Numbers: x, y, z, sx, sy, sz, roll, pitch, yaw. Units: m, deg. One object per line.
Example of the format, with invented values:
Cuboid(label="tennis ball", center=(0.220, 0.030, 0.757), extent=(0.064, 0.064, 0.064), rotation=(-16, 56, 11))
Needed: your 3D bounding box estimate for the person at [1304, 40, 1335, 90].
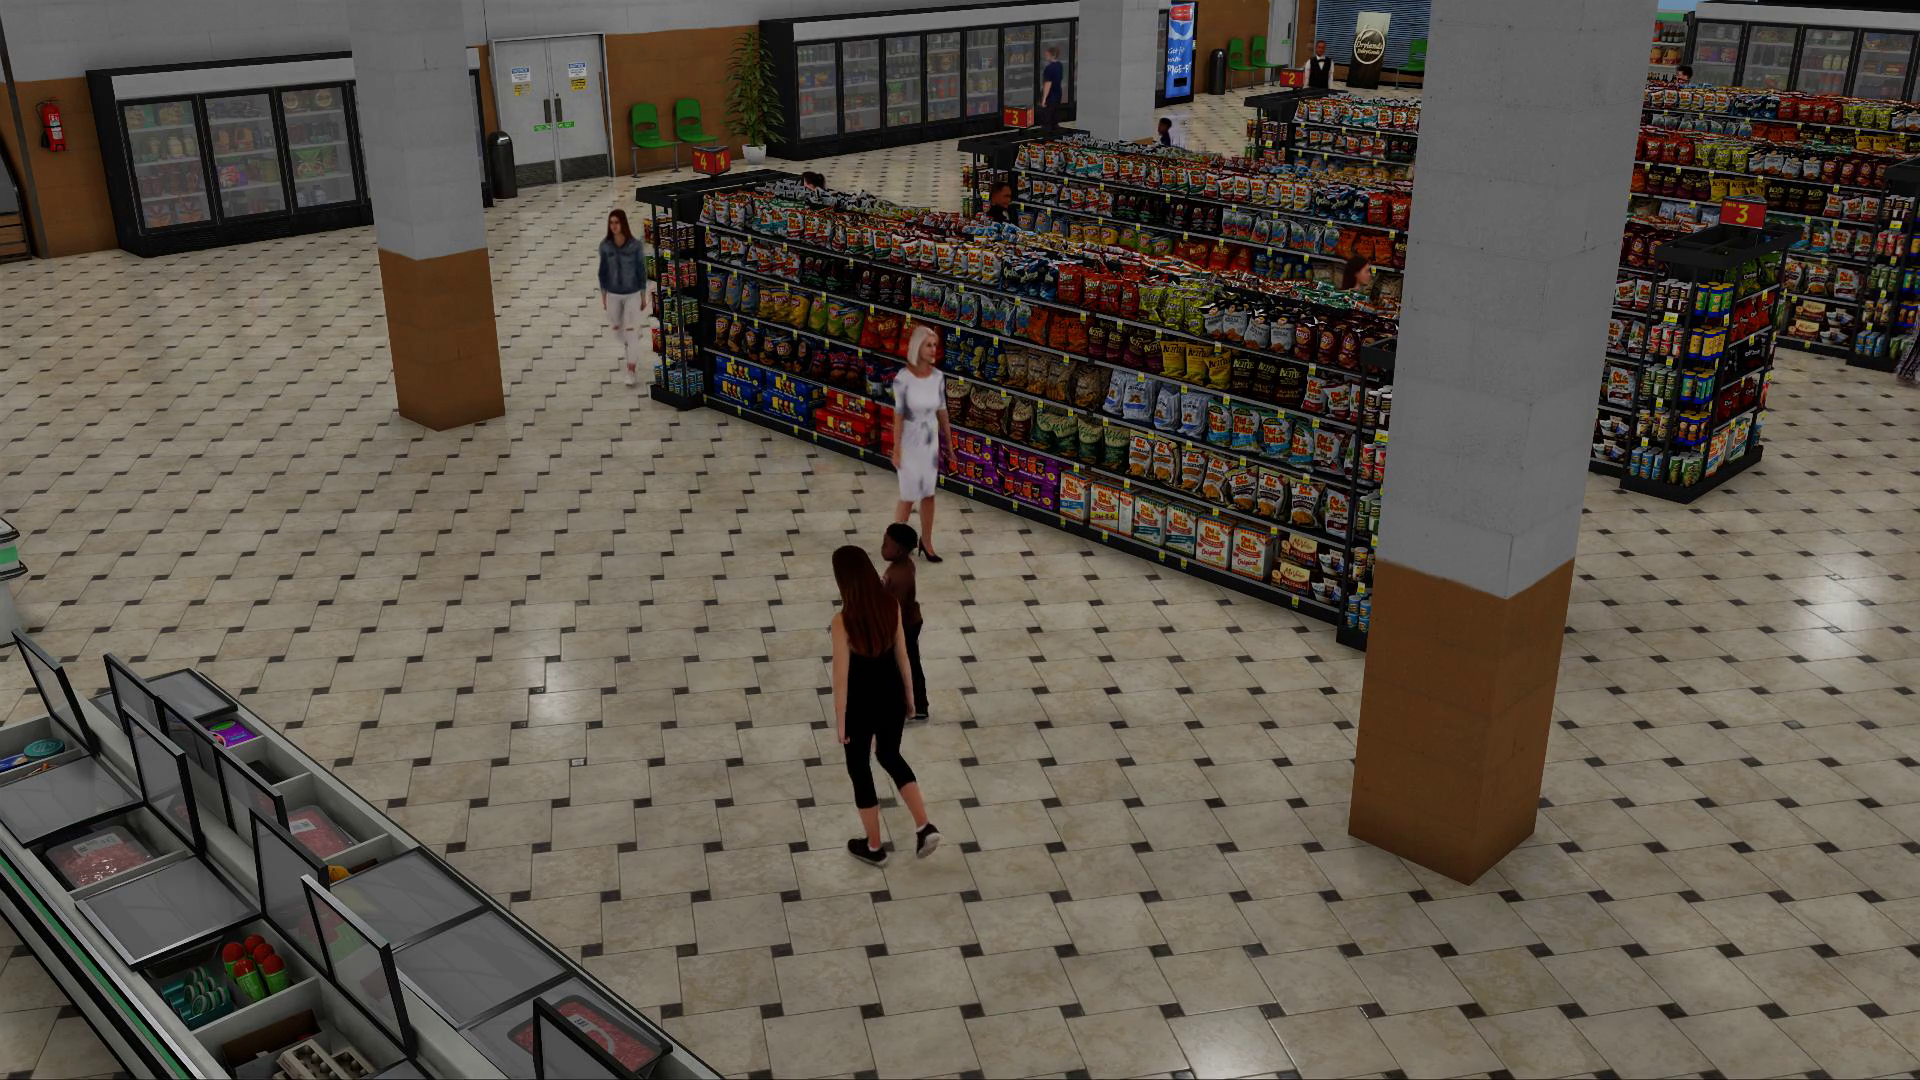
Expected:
Cuboid(label="person", center=(6.374, -7.922, 29.662), extent=(0.769, 1.917, 0.826), rotation=(-1, 22, -1))

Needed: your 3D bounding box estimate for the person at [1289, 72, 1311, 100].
Cuboid(label="person", center=(5.328, -6.421, 26.108), extent=(1.002, 1.783, 1.328), rotation=(-9, 24, -22))

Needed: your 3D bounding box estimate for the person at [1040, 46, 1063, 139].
Cuboid(label="person", center=(1.621, -7.799, 29.442), extent=(0.743, 1.852, 0.672), rotation=(-19, 29, -40))

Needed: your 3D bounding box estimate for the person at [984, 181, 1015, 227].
Cuboid(label="person", center=(0.351, -2.579, 16.386), extent=(0.806, 1.902, 0.800), rotation=(5, 22, 13))

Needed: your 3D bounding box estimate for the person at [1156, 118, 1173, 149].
Cuboid(label="person", center=(3.123, -5.719, 25.054), extent=(0.686, 1.265, 0.590), rotation=(-6, 23, -14))

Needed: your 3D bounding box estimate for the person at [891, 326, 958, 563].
Cuboid(label="person", center=(-0.329, -0.684, 11.882), extent=(0.636, 1.744, 0.577), rotation=(-15, 26, -33))

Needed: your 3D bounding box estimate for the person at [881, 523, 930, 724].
Cuboid(label="person", center=(-0.270, 0.495, 9.619), extent=(0.777, 1.243, 0.719), rotation=(-1, 22, -2))

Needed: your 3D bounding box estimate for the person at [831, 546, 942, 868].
Cuboid(label="person", center=(-0.373, 0.856, 8.101), extent=(0.661, 1.705, 0.847), rotation=(-13, 25, -29))

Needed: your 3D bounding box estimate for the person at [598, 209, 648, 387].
Cuboid(label="person", center=(-3.249, -2.380, 16.183), extent=(1.006, 1.684, 1.047), rotation=(1, 22, 2))
